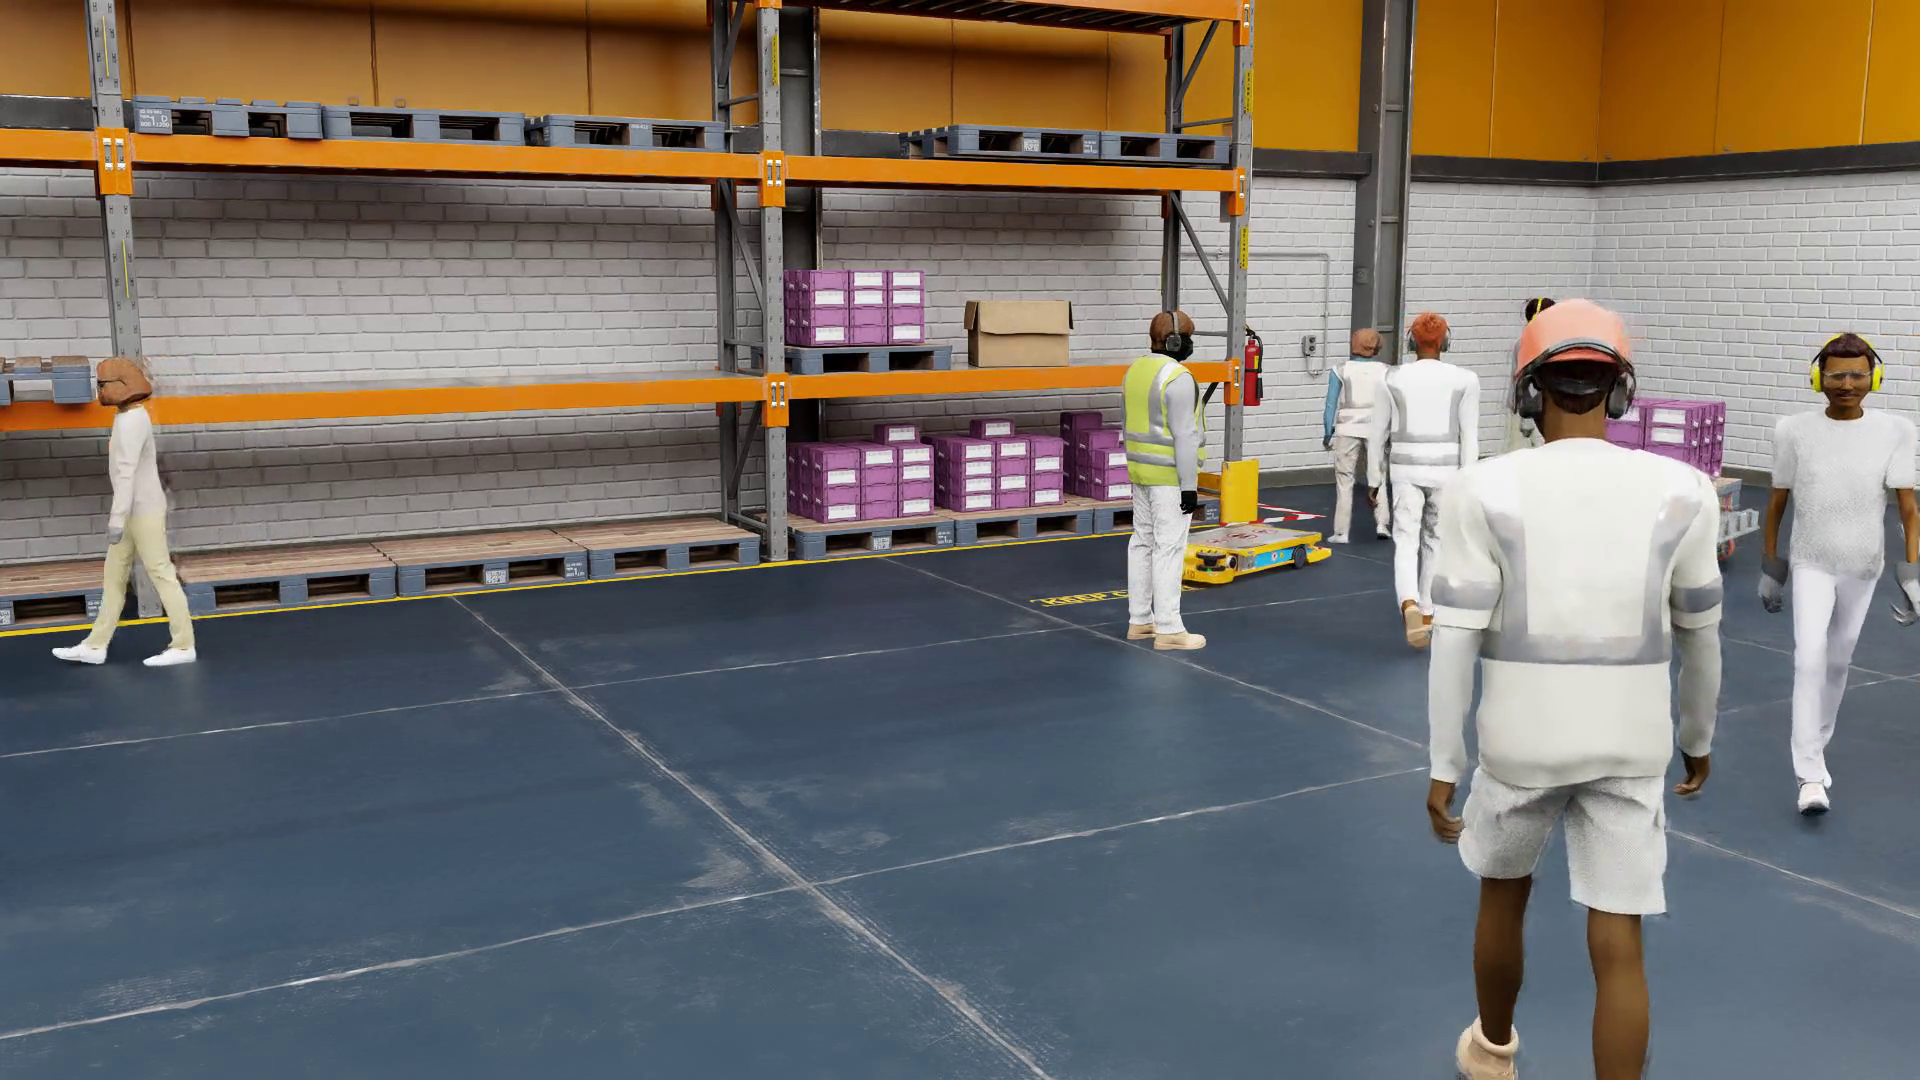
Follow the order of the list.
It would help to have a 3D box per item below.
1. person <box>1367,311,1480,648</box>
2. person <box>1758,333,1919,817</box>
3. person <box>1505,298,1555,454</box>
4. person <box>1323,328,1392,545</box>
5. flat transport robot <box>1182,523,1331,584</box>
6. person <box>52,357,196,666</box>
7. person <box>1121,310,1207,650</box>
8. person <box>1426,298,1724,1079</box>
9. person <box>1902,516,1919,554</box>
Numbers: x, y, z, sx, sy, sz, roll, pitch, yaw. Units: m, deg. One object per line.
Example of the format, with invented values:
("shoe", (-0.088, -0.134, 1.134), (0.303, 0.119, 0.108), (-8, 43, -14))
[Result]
("person", (2.559, -0.343, 9.209), (0.587, 1.846, 0.942), (2, 10, 12))
("person", (3.358, 0.132, 6.334), (0.534, 1.815, 0.963), (3, 10, 18))
("person", (4.529, -1.051, 13.531), (0.889, 1.830, 0.530), (5, 11, 28))
("person", (3.019, -0.765, 12.450), (0.571, 1.624, 0.386), (0, 9, 2))
("flat transport robot", (1.887, 0.076, 11.395), (0.652, 0.197, 1.431), (9, 13, 43))
("person", (-4.347, -0.123, 8.521), (0.752, 1.600, 0.523), (-5, 10, -26))
("person", (1.127, -0.330, 9.094), (0.429, 1.841, 0.634), (-4, 10, -23))
("person", (1.402, 0.457, 3.821), (0.671, 1.989, 0.887), (2, 9, 11))
("person", (6.895, -0.606, 11.472), (0.556, 1.615, 0.513), (9, 13, 42))
